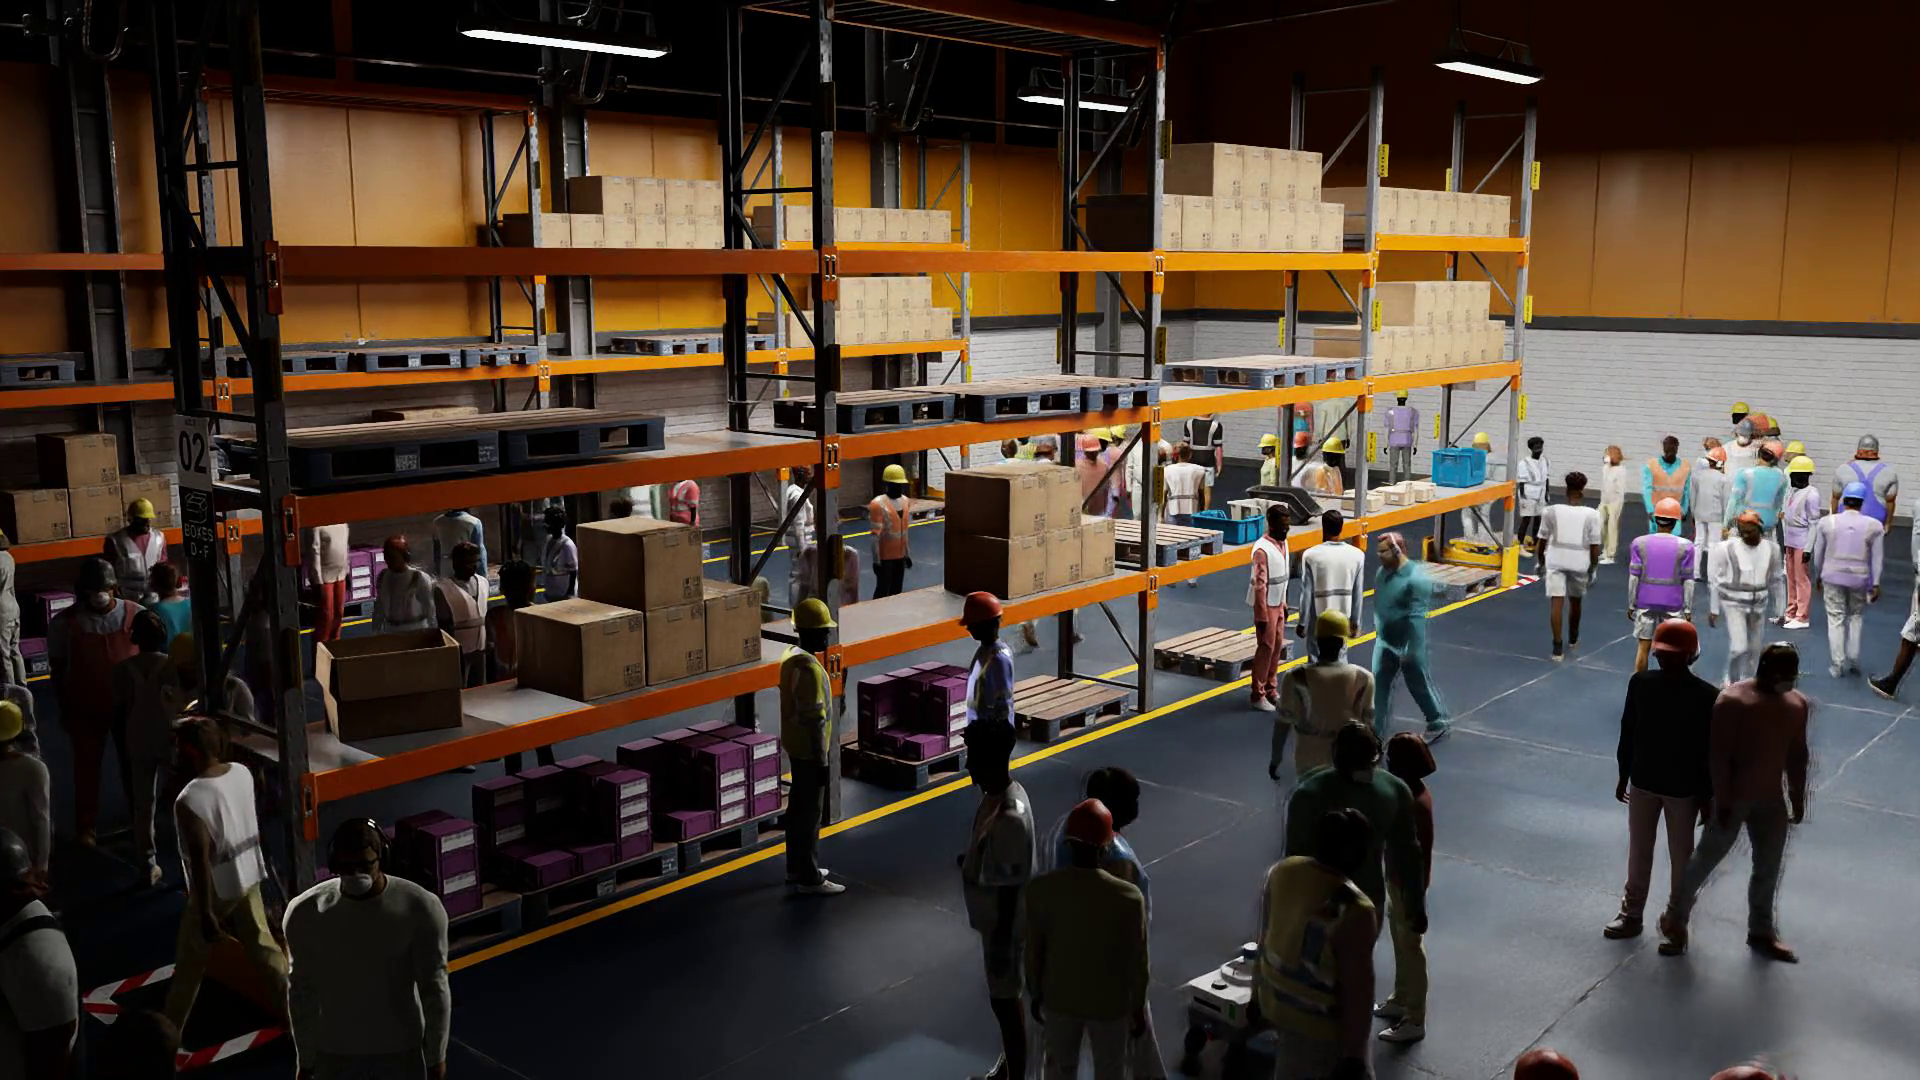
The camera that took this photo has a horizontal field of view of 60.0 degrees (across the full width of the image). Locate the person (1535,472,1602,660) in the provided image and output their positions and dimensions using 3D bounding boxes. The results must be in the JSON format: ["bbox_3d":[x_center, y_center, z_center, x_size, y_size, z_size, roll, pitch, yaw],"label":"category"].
[{"bbox_3d":[6.280,0.245,17.194,0.629,1.912,1.001,4,10,21],"label":"person"}]

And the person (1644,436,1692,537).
[{"bbox_3d":[8.960,-0.381,21.088,0.588,1.859,1.039,2,10,13],"label":"person"}]

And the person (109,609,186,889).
[{"bbox_3d":[-5.203,1.358,10.797,0.505,1.839,0.344,-2,10,-10],"label":"person"}]

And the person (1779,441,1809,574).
[{"bbox_3d":[10.838,-0.419,21.670,0.487,1.743,0.315,-6,11,-33],"label":"person"}]

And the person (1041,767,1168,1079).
[{"bbox_3d":[0.725,1.901,7.627,0.841,1.803,0.626,-4,10,-21],"label":"person"}]

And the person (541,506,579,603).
[{"bbox_3d":[-3.914,0.507,16.280,0.320,1.697,0.537,-8,13,-40],"label":"person"}]

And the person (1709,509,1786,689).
[{"bbox_3d":[7.153,0.629,15.065,0.689,1.859,0.455,-1,10,-3],"label":"person"}]

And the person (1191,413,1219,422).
[{"bbox_3d":[4.337,-1.763,29.487,0.565,1.821,0.977,2,10,14],"label":"person"}]

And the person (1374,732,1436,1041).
[{"bbox_3d":[2.328,1.803,8.732,0.268,1.632,0.509,0,10,1],"label":"person"}]

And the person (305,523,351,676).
[{"bbox_3d":[-6.171,0.359,16.359,0.461,1.977,0.619,2,10,14],"label":"person"}]

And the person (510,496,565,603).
[{"bbox_3d":[-4.702,-0.034,18.484,0.615,2.040,0.391,1,10,8],"label":"person"}]

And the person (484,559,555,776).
[{"bbox_3d":[-3.144,1.096,11.968,0.614,1.962,0.366,2,10,13],"label":"person"}]

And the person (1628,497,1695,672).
[{"bbox_3d":[6.383,0.574,15.165,0.551,1.934,0.373,5,11,26],"label":"person"}]

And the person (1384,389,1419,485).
[{"bbox_3d":[7.553,-1.658,28.513,0.587,1.930,0.357,1,10,8],"label":"person"}]

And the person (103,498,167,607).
[{"bbox_3d":[-7.898,0.495,15.998,0.414,1.815,0.605,7,12,36],"label":"person"}]

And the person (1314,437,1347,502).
[{"bbox_3d":[4.540,-0.303,20.431,0.374,1.925,0.595,5,11,29],"label":"person"}]

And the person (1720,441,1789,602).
[{"bbox_3d":[9.306,-0.173,19.503,0.720,1.982,0.479,1,10,8],"label":"person"}]

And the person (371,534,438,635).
[{"bbox_3d":[-4.601,0.854,13.830,0.571,1.834,0.951,6,11,33],"label":"person"}]

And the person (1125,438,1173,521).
[{"bbox_3d":[2.596,-0.714,22.949,0.651,1.906,0.404,3,10,15],"label":"person"}]

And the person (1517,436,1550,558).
[{"bbox_3d":[7.892,-0.598,22.923,0.541,1.686,0.322,-5,11,-27],"label":"person"}]

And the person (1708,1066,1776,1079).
[{"bbox_3d":[1.996,2.344,4.353,0.765,2.010,0.621,-8,13,-41],"label":"person"}]

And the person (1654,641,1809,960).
[{"bbox_3d":[4.555,1.497,9.738,0.822,1.914,0.554,-2,10,-13],"label":"person"}]

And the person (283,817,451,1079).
[{"bbox_3d":[-2.333,2.015,6.604,0.622,1.932,0.368,-1,10,-4],"label":"person"}]

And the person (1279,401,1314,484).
[{"bbox_3d":[5.707,-1.504,28.159,0.624,1.738,0.563,3,10,15],"label":"person"}]

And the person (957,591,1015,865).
[{"bbox_3d":[0.171,1.282,10.966,0.369,1.929,0.542,-2,10,-12],"label":"person"}]

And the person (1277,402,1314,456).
[{"bbox_3d":[5.973,-1.828,29.618,0.639,1.902,0.407,2,10,11],"label":"person"}]

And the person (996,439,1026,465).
[{"bbox_3d":[0.643,-0.397,21.248,0.504,1.843,0.345,-5,11,-26],"label":"person"}]

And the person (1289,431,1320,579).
[{"bbox_3d":[4.425,-0.464,21.429,0.709,1.914,0.547,-7,12,-35],"label":"person"}]

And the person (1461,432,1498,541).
[{"bbox_3d":[7.164,-0.618,22.929,0.499,1.715,0.431,-1,10,-9],"label":"person"}]

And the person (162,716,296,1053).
[{"bbox_3d":[-3.788,1.766,8.496,1.012,1.785,0.587,2,10,12],"label":"person"}]

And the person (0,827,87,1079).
[{"bbox_3d":[-3.528,2.032,6.150,0.536,2.000,0.688,-7,12,-38],"label":"person"}]

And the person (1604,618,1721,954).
[{"bbox_3d":[4.176,1.435,9.851,0.375,1.997,0.610,-8,12,-40],"label":"person"}]

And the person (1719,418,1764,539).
[{"bbox_3d":[10.303,-0.629,22.040,0.745,2.000,0.701,-9,13,-43],"label":"person"}]

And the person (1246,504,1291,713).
[{"bbox_3d":[2.794,0.610,15.056,0.392,1.908,0.599,5,11,29],"label":"person"}]

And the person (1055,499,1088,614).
[{"bbox_3d":[1.213,0.059,19.001,0.558,1.671,0.409,-2,10,-9],"label":"person"}]

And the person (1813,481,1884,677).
[{"bbox_3d":[8.736,0.376,16.414,0.603,1.911,0.677,4,10,22],"label":"person"}]

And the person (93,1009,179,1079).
[{"bbox_3d":[-2.375,2.300,4.900,0.635,1.927,0.484,5,11,28],"label":"person"}]

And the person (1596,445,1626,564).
[{"bbox_3d":[8.715,-0.469,22.330,0.334,1.619,0.504,-3,10,-17],"label":"person"}]

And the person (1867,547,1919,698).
[{"bbox_3d":[8.871,0.592,15.161,0.604,1.907,0.995,-3,10,-16],"label":"person"}]

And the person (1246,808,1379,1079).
[{"bbox_3d":[1.535,2.017,7.046,0.806,1.788,0.650,-4,10,-21],"label":"person"}]
